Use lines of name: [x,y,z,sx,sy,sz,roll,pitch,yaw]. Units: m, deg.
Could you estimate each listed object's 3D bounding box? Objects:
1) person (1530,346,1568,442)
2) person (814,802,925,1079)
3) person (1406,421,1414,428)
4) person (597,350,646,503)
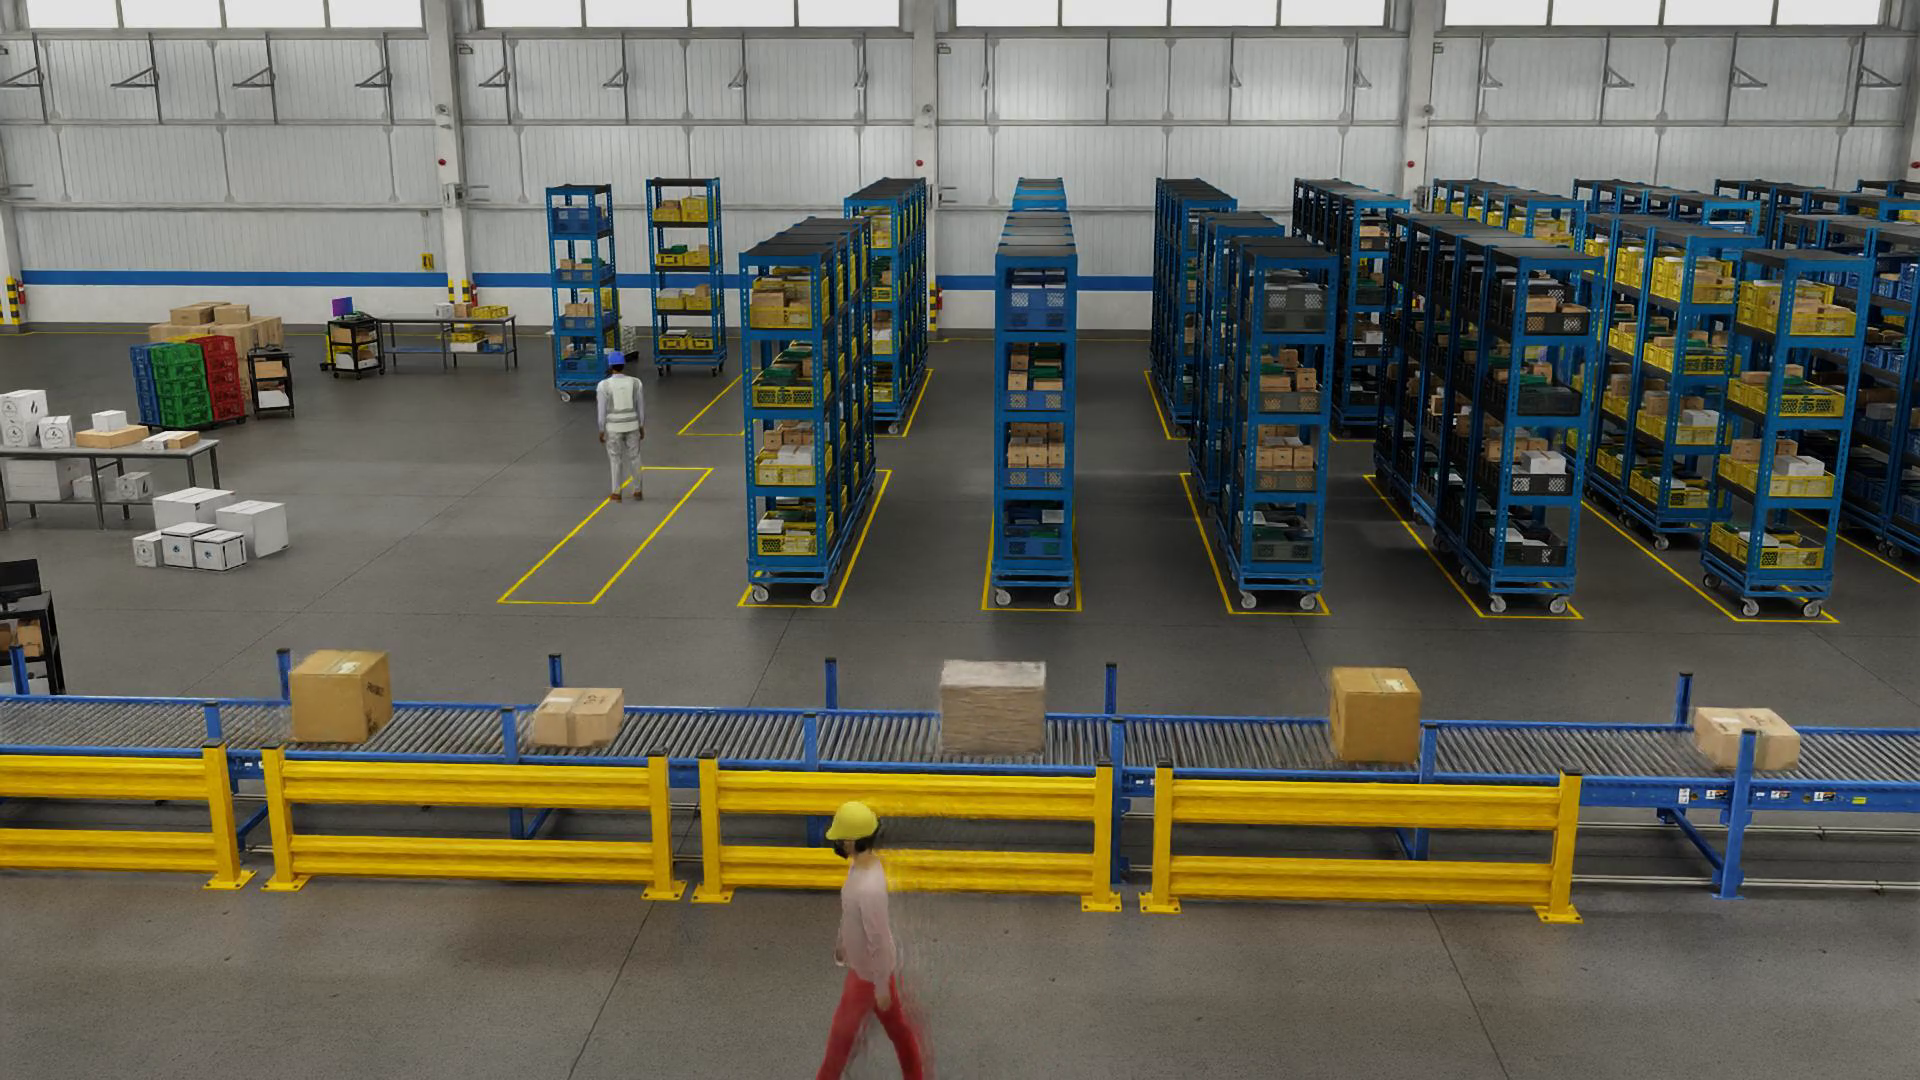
person: [8.676,-2.267,24.494,0.658,1.824,0.582,4,16,13]
person: [-0.565,2.127,8.362,0.878,1.719,0.552,-1,15,-5]
person: [6.750,-2.226,24.372,0.785,1.799,0.631,0,15,-1]
person: [-4.316,-1.443,21.209,0.612,1.943,0.404,-8,17,-27]
